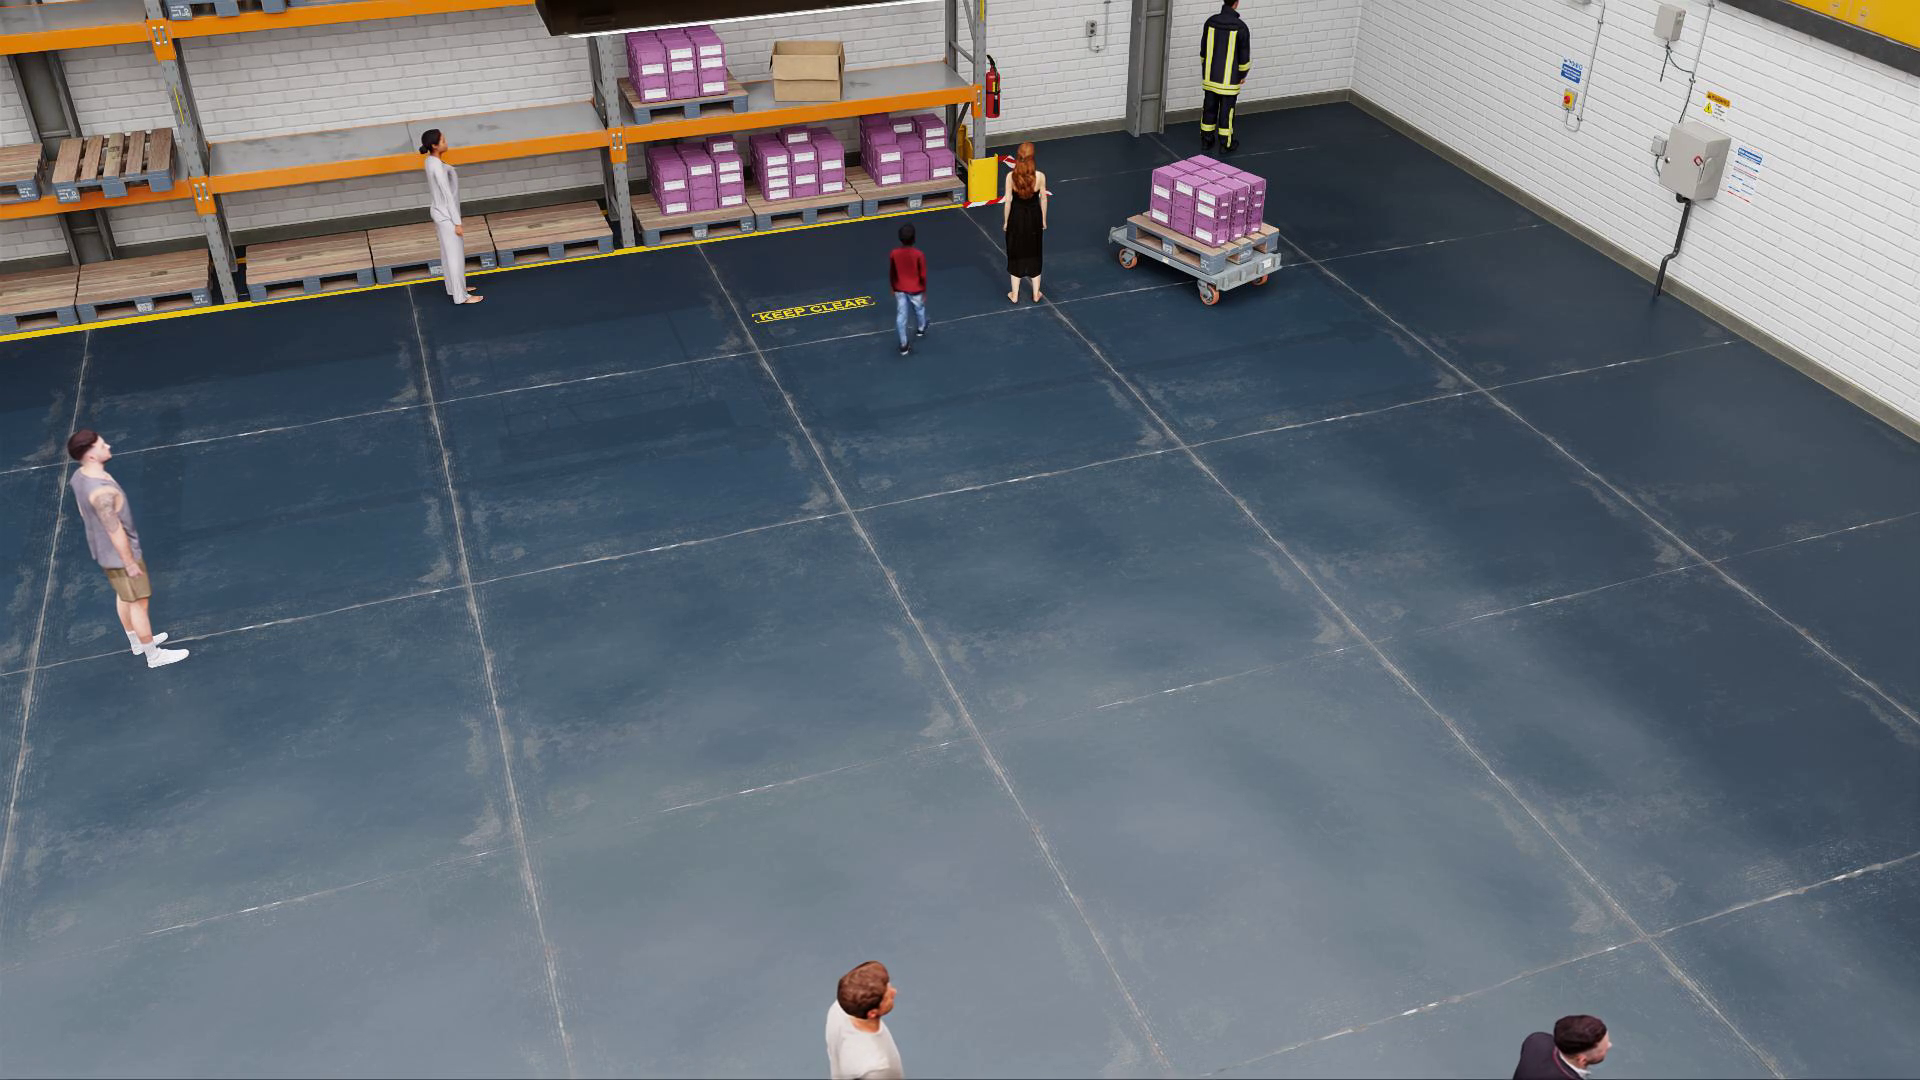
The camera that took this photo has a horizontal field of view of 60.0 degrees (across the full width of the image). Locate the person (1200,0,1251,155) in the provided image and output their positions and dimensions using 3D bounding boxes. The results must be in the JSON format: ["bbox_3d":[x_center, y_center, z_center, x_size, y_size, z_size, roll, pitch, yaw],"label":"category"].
[{"bbox_3d":[3.117,-5.569,19.700,0.893,1.926,0.908,20,39,28],"label":"person"}]

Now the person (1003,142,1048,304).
[{"bbox_3d":[0.629,-3.101,16.259,0.587,1.624,0.702,-2,34,-3],"label":"person"}]

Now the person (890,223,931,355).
[{"bbox_3d":[-0.488,-2.305,15.415,0.822,1.234,0.800,5,34,7],"label":"person"}]

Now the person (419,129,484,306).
[{"bbox_3d":[-5.022,-3.172,16.265,0.591,1.737,0.663,-17,37,-24],"label":"person"}]

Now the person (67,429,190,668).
[{"bbox_3d":[-5.752,0.057,11.372,0.717,1.846,0.710,-29,43,-36],"label":"person"}]

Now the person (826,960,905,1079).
[{"bbox_3d":[-0.415,2.594,7.439,0.589,1.904,0.659,-14,36,-20],"label":"person"}]

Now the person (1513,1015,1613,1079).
[{"bbox_3d":[2.538,2.722,7.304,0.654,1.841,0.713,-2,34,-4],"label":"person"}]
